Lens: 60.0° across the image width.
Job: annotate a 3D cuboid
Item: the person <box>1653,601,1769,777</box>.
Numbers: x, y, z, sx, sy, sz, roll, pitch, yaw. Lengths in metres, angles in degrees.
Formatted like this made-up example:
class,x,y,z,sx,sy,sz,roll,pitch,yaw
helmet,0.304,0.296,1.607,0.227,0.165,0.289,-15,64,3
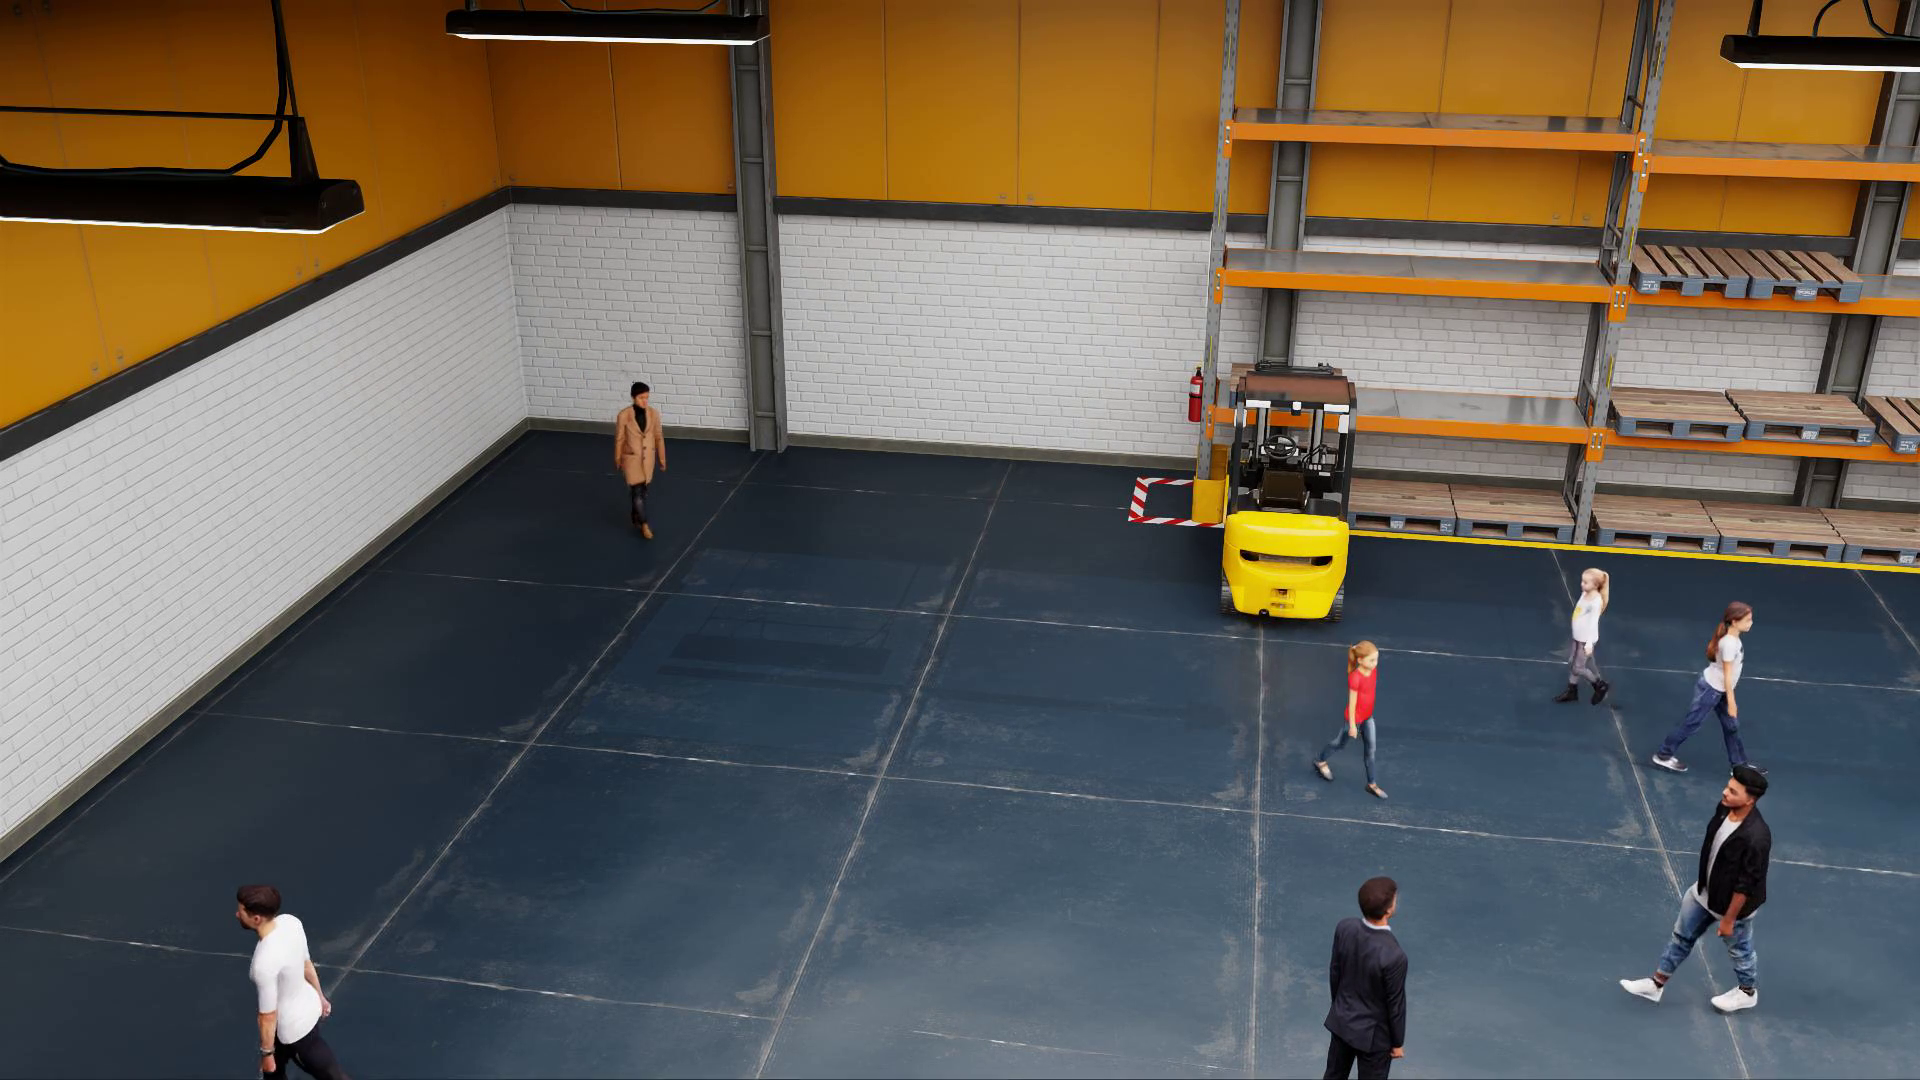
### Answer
class,x,y,z,sx,sy,sz,roll,pitch,yaw
person,5.903,1.187,13.170,1.117,1.519,0.760,12,26,25

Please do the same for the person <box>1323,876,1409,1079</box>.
class,x,y,z,sx,sy,sz,roll,pitch,yaw
person,2.258,2.694,9.289,0.797,1.867,0.723,-19,30,-37

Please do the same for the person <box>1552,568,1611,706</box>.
class,x,y,z,sx,sy,sz,roll,pitch,yaw
person,5.419,0.842,14.269,0.710,1.271,0.569,0,24,0

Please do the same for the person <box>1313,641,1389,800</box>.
class,x,y,z,sx,sy,sz,roll,pitch,yaw
person,3.059,1.365,13.048,0.847,1.291,0.945,-18,30,-36

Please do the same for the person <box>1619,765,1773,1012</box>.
class,x,y,z,sx,sy,sz,roll,pitch,yaw
person,4.913,2.235,10.459,1.198,1.771,0.897,-2,24,-5

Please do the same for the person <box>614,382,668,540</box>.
class,x,y,z,sx,sy,sz,roll,pitch,yaw
person,-3.473,-0.906,17.736,1.000,1.697,1.059,-15,28,-30

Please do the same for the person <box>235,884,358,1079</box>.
class,x,y,z,sx,sy,sz,roll,pitch,yaw
person,-3.625,2.714,9.326,1.324,1.800,0.933,-2,24,-6
